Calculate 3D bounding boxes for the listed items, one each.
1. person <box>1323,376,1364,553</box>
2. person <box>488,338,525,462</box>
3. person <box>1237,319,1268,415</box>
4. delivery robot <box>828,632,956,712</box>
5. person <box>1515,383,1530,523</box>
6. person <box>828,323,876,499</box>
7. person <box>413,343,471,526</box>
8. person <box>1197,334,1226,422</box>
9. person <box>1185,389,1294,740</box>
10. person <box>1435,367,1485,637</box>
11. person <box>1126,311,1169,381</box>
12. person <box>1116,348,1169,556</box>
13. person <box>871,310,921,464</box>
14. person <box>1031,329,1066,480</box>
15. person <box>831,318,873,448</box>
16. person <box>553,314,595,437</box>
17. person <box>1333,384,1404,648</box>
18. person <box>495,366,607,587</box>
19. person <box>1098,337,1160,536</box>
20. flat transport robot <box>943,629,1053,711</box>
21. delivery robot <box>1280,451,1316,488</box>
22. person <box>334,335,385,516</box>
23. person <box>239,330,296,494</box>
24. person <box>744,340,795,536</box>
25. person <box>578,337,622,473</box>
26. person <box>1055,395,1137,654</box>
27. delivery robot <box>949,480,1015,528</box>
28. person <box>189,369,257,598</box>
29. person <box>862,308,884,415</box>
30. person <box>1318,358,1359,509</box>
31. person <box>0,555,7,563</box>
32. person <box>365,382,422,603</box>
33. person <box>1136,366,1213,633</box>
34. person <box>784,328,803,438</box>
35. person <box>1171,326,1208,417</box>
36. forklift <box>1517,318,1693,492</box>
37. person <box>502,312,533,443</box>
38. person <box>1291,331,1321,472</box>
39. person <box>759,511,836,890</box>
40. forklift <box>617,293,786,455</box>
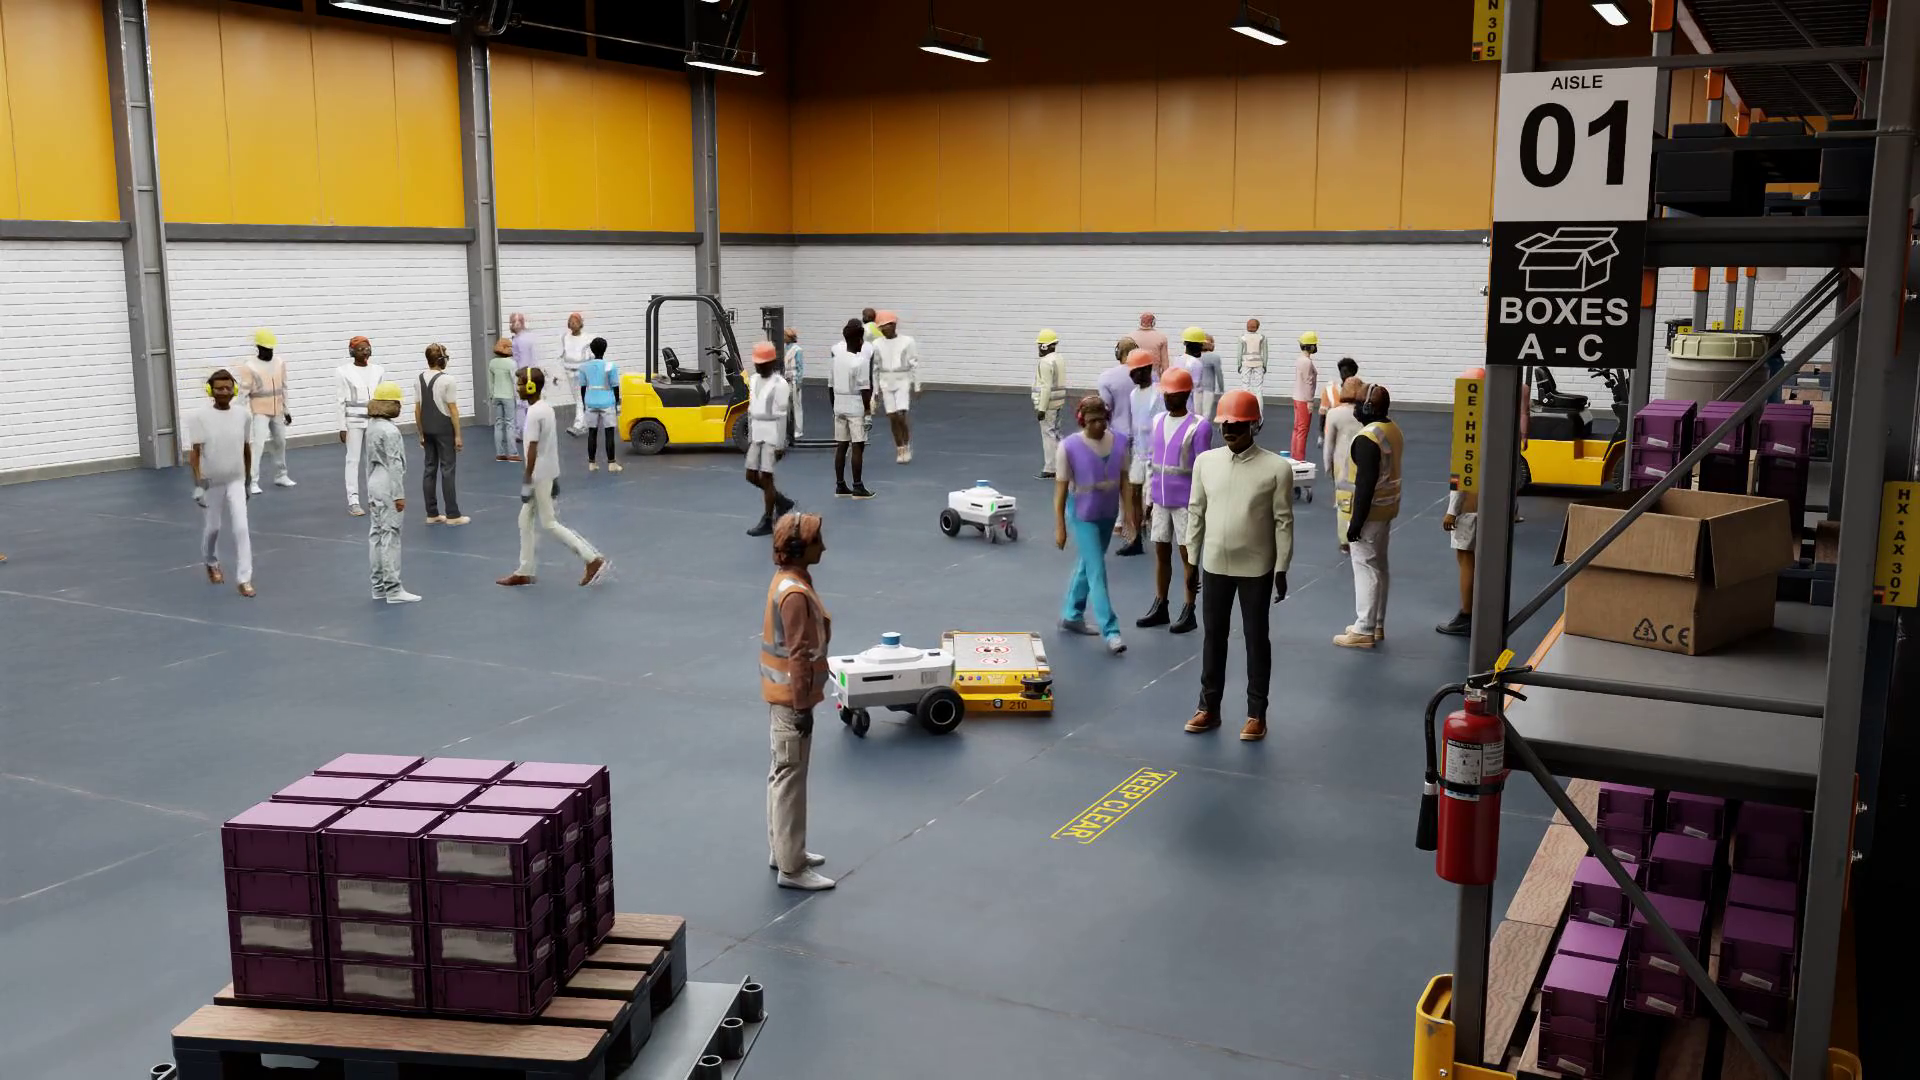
[{"bbox_3d":[3.587,-0.685,15.265,0.507,1.618,0.366,1,10,5],"label":"person"},{"bbox_3d":[-5.983,-1.842,21.918,0.498,1.633,0.283,6,11,30],"label":"person"},{"bbox_3d":[4.955,-2.930,28.209,0.515,1.636,0.315,2,10,9],"label":"person"},{"bbox_3d":[-0.398,0.778,9.598,0.707,0.478,0.477,-3,10,-17],"label":"delivery robot"},{"bbox_3d":[5.547,-1.056,16.981,0.524,1.769,0.326,7,12,35],"label":"person"},{"bbox_3d":[-1.208,-1.438,18.617,0.613,1.963,0.362,9,13,42],"label":"person"},{"bbox_3d":[-5.241,-1.056,16.752,0.505,1.847,0.348,4,11,23],"label":"person"},{"bbox_3d":[3.489,-2.087,23.397,0.507,1.616,0.570,9,14,43],"label":"person"},{"bbox_3d":[1.562,0.139,9.402,0.621,1.992,0.397,6,11,29],"label":"person"},{"bbox_3d":[3.670,-0.271,11.938,0.543,1.939,0.360,-8,12,-37],"label":"person"},{"bbox_3d":[2.705,-2.357,24.109,0.651,1.906,0.403,2,10,12],"label":"person"},{"bbox_3d":[1.809,-0.824,15.295,0.954,1.890,0.563,-8,13,-39],"label":"person"},{"bbox_3d":[-0.869,-1.969,21.592,0.666,1.999,0.628,3,10,16],"label":"person"},{"bbox_3d":[1.070,-1.644,20.195,0.403,1.831,0.595,4,11,22],"label":"person"},{"bbox_3d":[-1.389,-1.960,21.835,0.607,1.899,0.528,-1,10,-5],"label":"person"},{"bbox_3d":[-5.780,-2.471,25.024,0.589,1.826,1.009,2,10,11],"label":"person"},{"bbox_3d":[2.851,-0.172,11.646,0.429,1.843,0.628,6,11,29],"label":"person"},{"bbox_3d":[-3.369,-0.507,13.632,0.888,1.833,0.563,-1,10,-4],"label":"person"},{"bbox_3d":[1.629,-1.004,16.199,0.628,1.935,0.373,-2,10,-14],"label":"person"},{"bbox_3d":[0.216,0.806,10.526,0.652,0.197,1.431,0,10,-1],"label":"flat transport robot"},{"bbox_3d":[3.576,-0.738,18.374,0.707,0.478,0.477,-5,11,-27],"label":"delivery robot"},{"bbox_3d":[-6.276,-1.204,17.502,0.354,1.883,0.573,8,13,40],"label":"person"},{"bbox_3d":[-8.065,-1.499,19.256,0.518,1.885,0.707,5,11,28],"label":"person"},{"bbox_3d":[-1.848,-0.990,16.170,0.560,1.915,0.568,-9,13,-43],"label":"person"},{"bbox_3d":[-4.491,-1.685,20.815,0.540,1.699,0.316,2,10,11],"label":"person"},{"bbox_3d":[0.914,-0.127,11.575,0.551,1.776,0.950,-6,12,-33],"label":"person"},{"bbox_3d":[0.213,-0.336,16.044,0.477,0.478,0.707,-8,13,-38],"label":"delivery robot"},{"bbox_3d":[-5.993,-0.482,13.500,0.517,1.832,0.926,-7,12,-35],"label":"person"},{"bbox_3d":[-1.539,-3.015,28.165,0.442,1.828,0.628,7,12,35],"label":"person"},{"bbox_3d":[4.062,-1.098,17.553,0.530,1.670,0.795,4,11,21],"label":"person"},{"bbox_3d":[-8.762,-0.740,14.659,0.630,1.940,0.373,9,13,41],"label":"person"},{"bbox_3d":[-4.498,-0.376,13.132,0.321,1.737,0.487,-8,13,-40],"label":"person"},{"bbox_3d":[1.554,-0.295,12.080,0.542,1.938,0.358,10,14,44],"label":"person"},{"bbox_3d":[-2.525,-2.339,24.777,0.310,1.638,0.522,-9,13,-42],"label":"person"},{"bbox_3d":[2.585,-1.437,18.722,0.382,1.924,0.594,-4,11,-21],"label":"person"},{"bbox_3d":[7.066,-1.601,18.899,2.313,2.155,1.214,5,11,27],"label":"forklift"},{"bbox_3d":[-6.328,-2.356,24.138,0.635,1.889,0.661,-3,10,-14],"label":"person"},{"bbox_3d":[4.355,-1.739,20.936,0.314,1.769,0.523,0,10,-3],"label":"person"},{"bbox_3d":[-0.713,0.689,7.245,0.315,1.640,0.515,-2,10,-10],"label":"person"},{"bbox_3d":[-3.588,-2.317,23.042,2.313,2.155,1.214,-1,10,-5],"label":"forklift"}]
